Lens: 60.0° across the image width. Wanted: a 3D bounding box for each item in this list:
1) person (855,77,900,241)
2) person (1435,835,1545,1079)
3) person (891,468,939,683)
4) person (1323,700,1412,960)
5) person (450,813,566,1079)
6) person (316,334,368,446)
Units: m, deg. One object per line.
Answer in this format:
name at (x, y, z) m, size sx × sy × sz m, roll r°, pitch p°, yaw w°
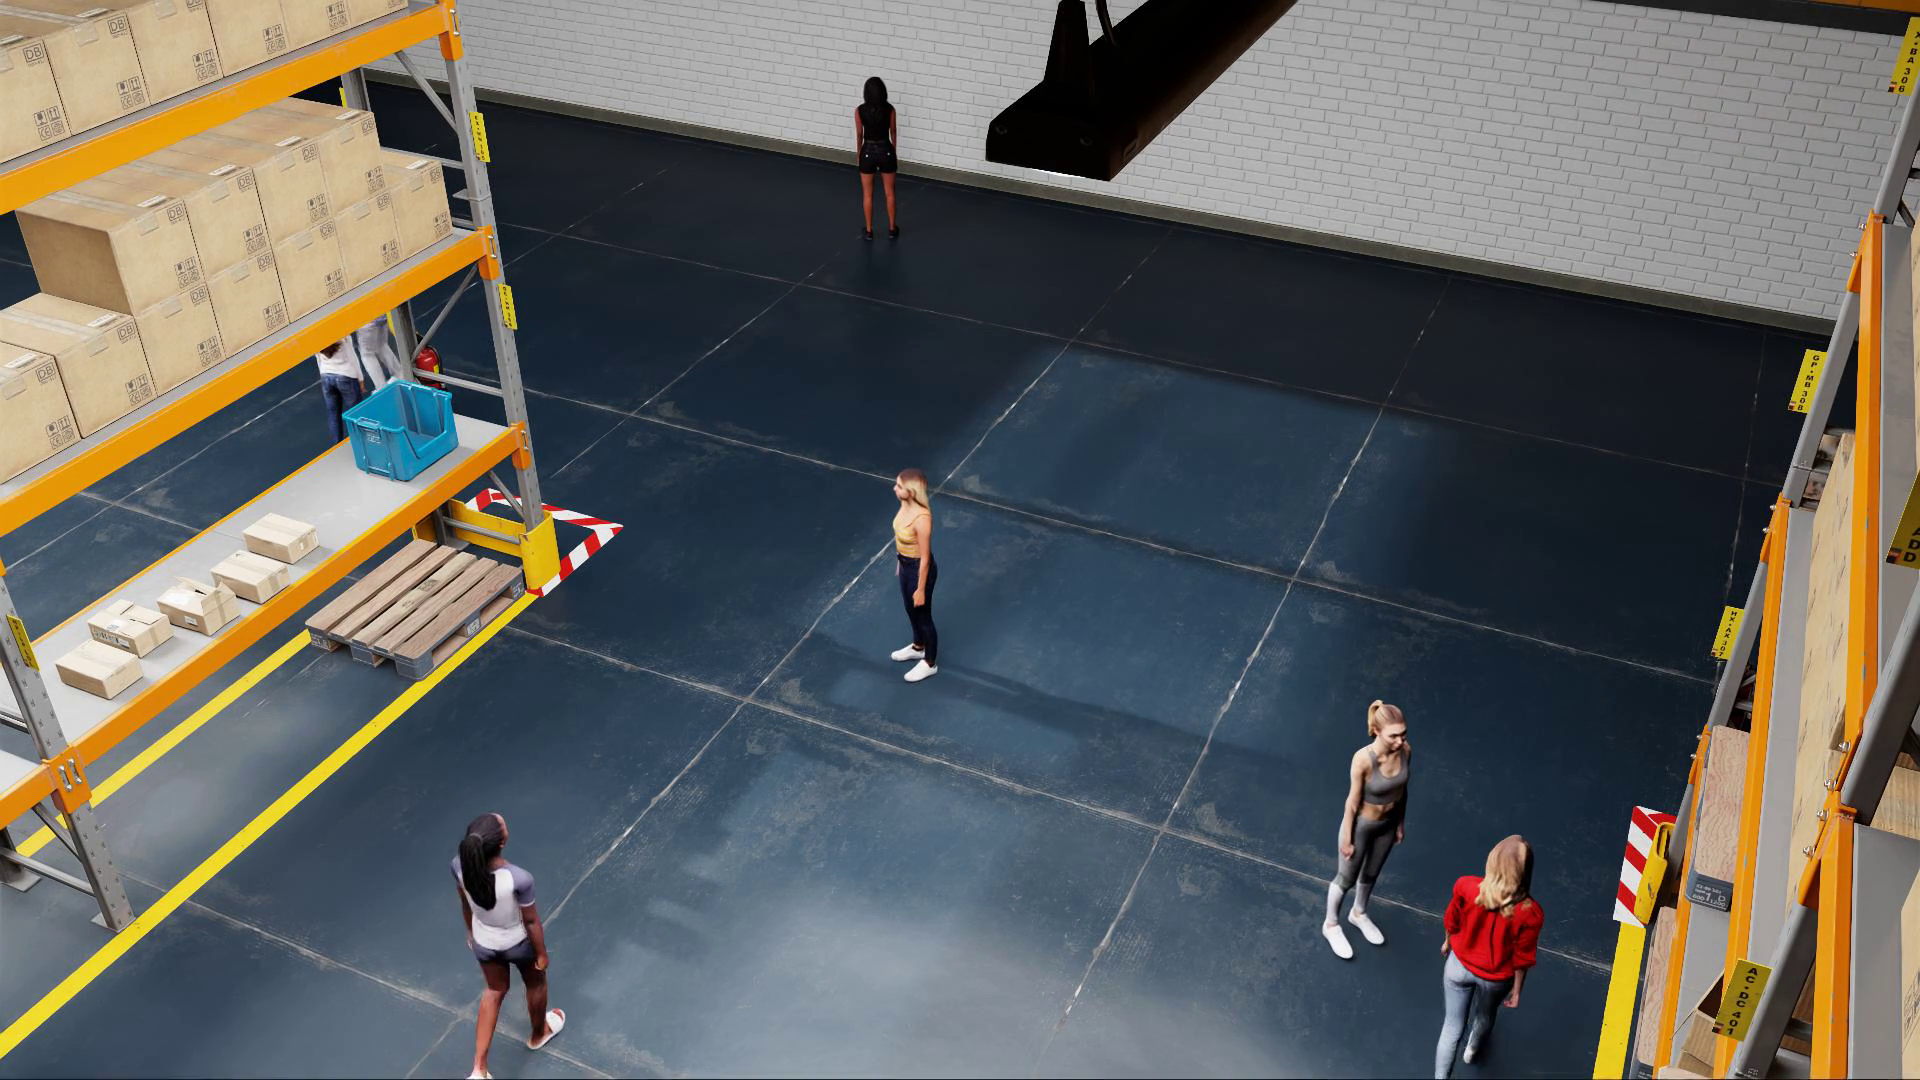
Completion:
person at (-0.869, -4.011, 17.489) m, size 0.678 × 1.743 × 0.691 m, roll -4°, pitch 34°, yaw -6°
person at (2.573, 2.156, 8.261) m, size 0.623 × 1.688 × 0.885 m, roll 15°, pitch 37°, yaw 22°
person at (-0.294, 0.221, 11.228) m, size 0.699 × 1.627 × 0.639 m, roll -11°, pitch 35°, yaw -17°
person at (2.248, 1.568, 9.132) m, size 0.609 × 1.704 × 0.692 m, roll -17°, pitch 37°, yaw -24°
person at (-2.326, 2.086, 8.353) m, size 0.716 × 1.703 × 1.004 m, roll 9°, pitch 35°, yaw 14°
person at (-5.072, -1.299, 13.579) m, size 0.617 × 1.555 × 0.641 m, roll 2°, pitch 34°, yaw 4°
